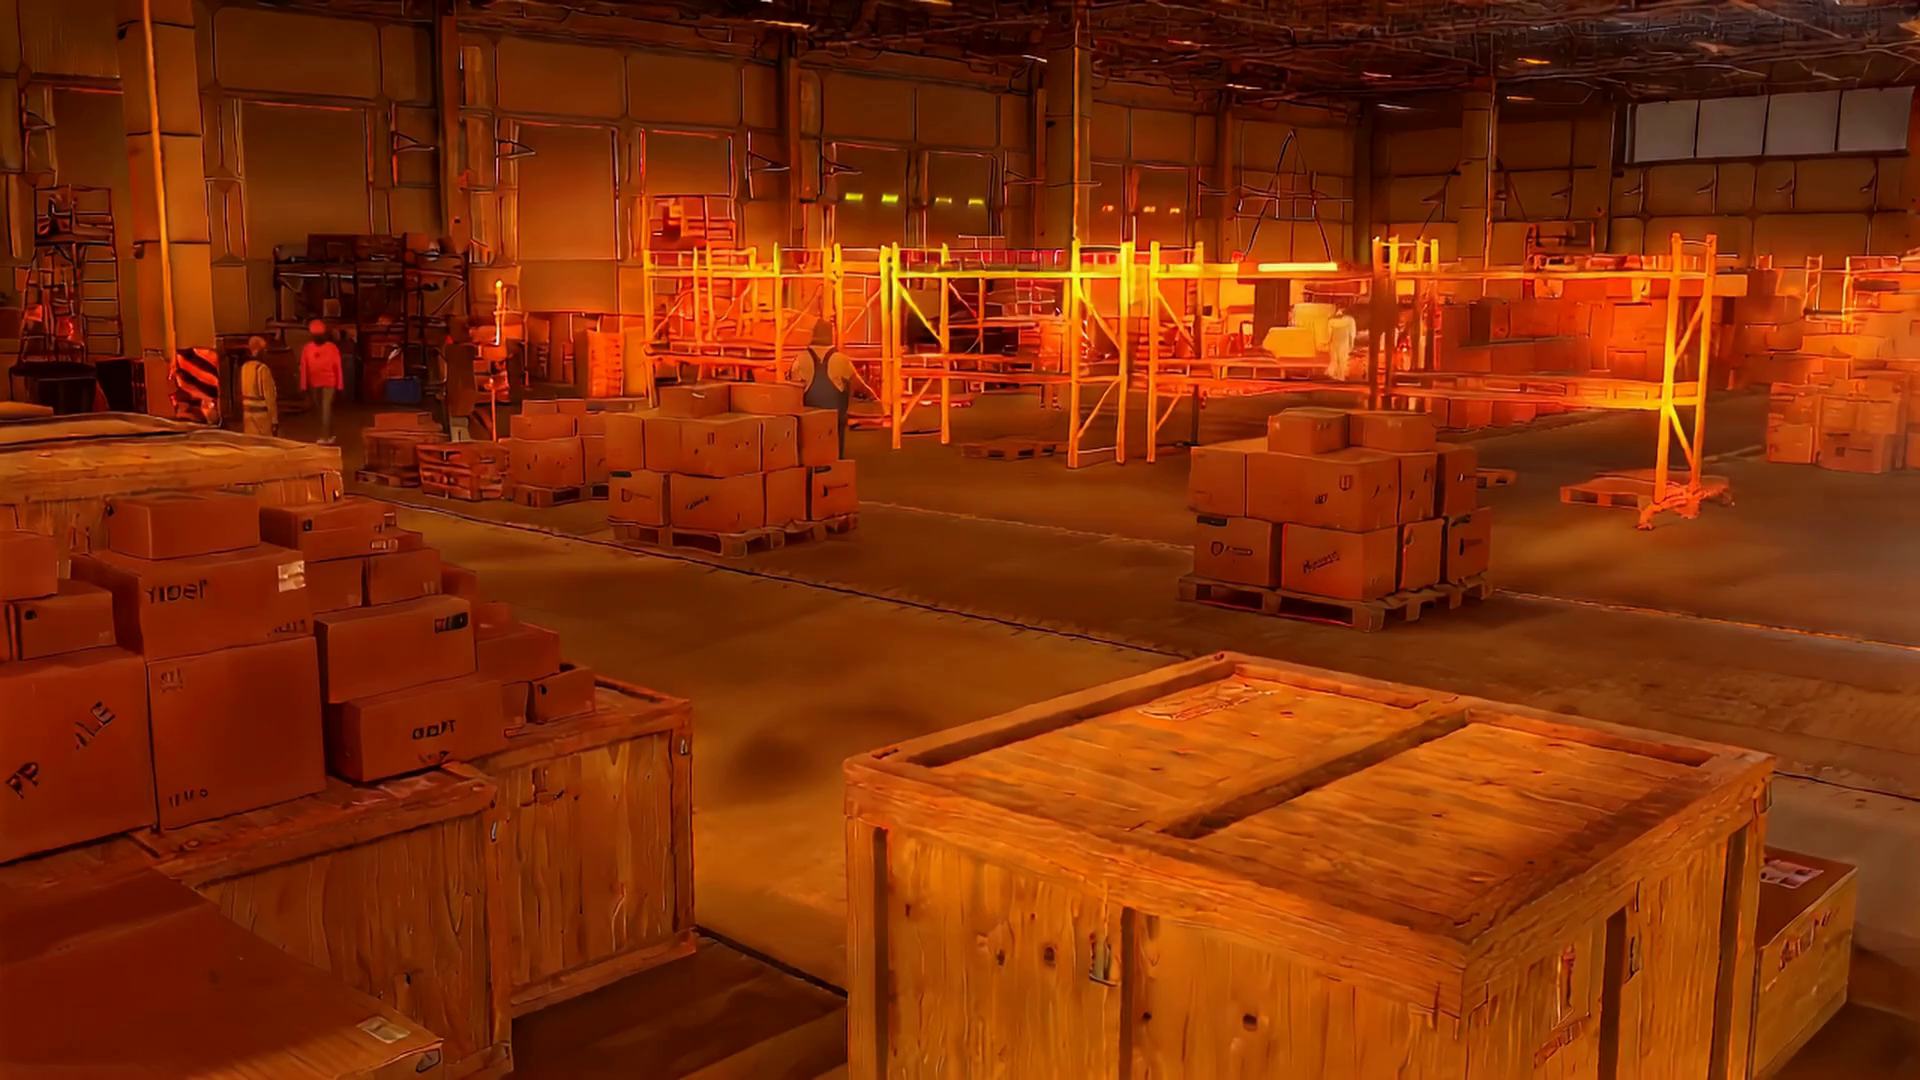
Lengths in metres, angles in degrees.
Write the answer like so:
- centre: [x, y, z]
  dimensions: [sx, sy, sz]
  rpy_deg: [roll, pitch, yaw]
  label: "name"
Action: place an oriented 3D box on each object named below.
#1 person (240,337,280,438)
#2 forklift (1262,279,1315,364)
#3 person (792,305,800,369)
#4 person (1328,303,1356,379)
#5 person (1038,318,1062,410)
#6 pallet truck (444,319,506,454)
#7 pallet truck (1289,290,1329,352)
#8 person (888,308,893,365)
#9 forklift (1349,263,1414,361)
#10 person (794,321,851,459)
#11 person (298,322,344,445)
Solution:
- centre: [-7.990, -1.378, 19.041]
  dimensions: [0.584, 1.882, 0.339]
  rpy_deg: [7, 12, 37]
  label: "person"
- centre: [8.557, -6.090, 44.881]
  dimensions: [1.873, 2.768, 1.129]
  rpy_deg: [9, 13, 43]
  label: "forklift"
- centre: [-4.337, -5.393, 44.231]
  dimensions: [0.318, 1.695, 0.540]
  rpy_deg: [2, 9, 12]
  label: "person"
- centre: [8.287, -4.199, 36.236]
  dimensions: [0.628, 1.926, 0.427]
  rpy_deg: [6, 11, 34]
  label: "person"
- centre: [1.727, -3.333, 31.496]
  dimensions: [0.484, 1.735, 0.335]
  rpy_deg: [-5, 10, -27]
  label: "person"
- centre: [-6.981, -1.942, 22.150]
  dimensions: [1.885, 1.965, 0.823]
  rpy_deg: [1, 9, 9]
  label: "pallet truck"
- centre: [11.297, -6.951, 52.861]
  dimensions: [1.885, 1.965, 0.823]
  rpy_deg: [-5, 11, -29]
  label: "pallet truck"
- centre: [-1.819, -5.222, 43.359]
  dimensions: [0.307, 1.641, 0.514]
  rpy_deg: [-2, 9, -11]
  label: "person"
- centre: [12.099, -6.467, 47.195]
  dimensions: [1.873, 2.768, 1.129]
  rpy_deg: [3, 10, 17]
  label: "forklift"
- centre: [-1.651, -1.650, 20.227]
  dimensions: [0.683, 2.000, 0.536]
  rpy_deg: [1, 9, 4]
  label: "person"
- centre: [-9.586, -2.332, 24.935]
  dimensions: [0.615, 1.870, 1.008]
  rpy_deg: [1, 9, 4]
  label: "person"
